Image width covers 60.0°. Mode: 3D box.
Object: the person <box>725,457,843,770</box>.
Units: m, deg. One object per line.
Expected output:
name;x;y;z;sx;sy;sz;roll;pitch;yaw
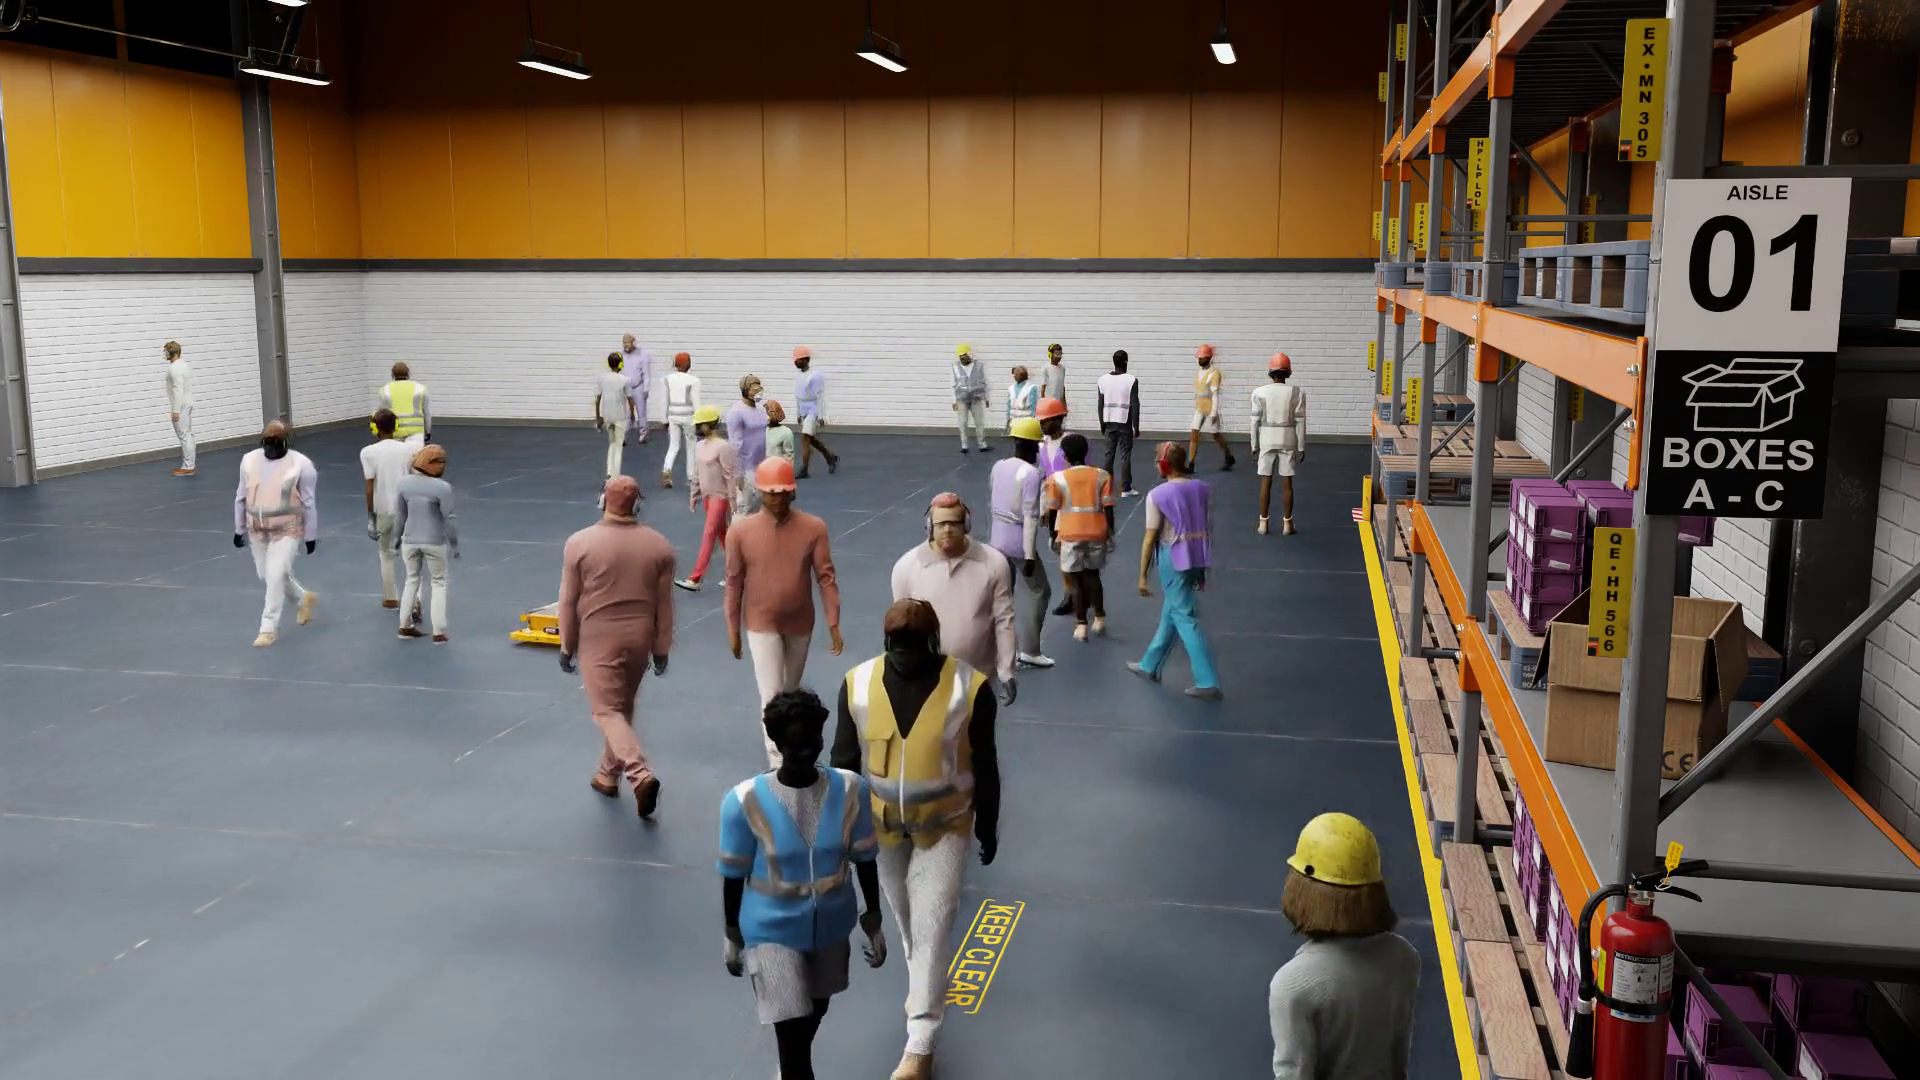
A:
person;-1.023;0.485;9.601;0.623;1.944;1.019;-4;10;-20

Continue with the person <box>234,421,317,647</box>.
person;-5.489;-0.086;13.457;0.673;1.803;0.793;1;10;9

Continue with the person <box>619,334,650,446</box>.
person;-5.490;-2.500;27.821;0.659;1.853;0.984;1;10;7

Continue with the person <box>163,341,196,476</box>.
person;-11.202;-1.885;23.875;0.376;1.940;0.629;-3;10;-15

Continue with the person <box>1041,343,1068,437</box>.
person;1.412;-2.008;24.869;0.527;1.862;0.326;-9;13;-44

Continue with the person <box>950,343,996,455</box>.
person;0.189;-2.241;26.505;0.722;1.788;0.453;-1;9;-5

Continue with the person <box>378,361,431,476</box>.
person;-7.075;-1.373;21.215;0.617;1.809;0.941;-2;10;-13

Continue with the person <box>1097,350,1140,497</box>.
person;2.073;-1.518;21.727;0.592;1.920;0.392;6;11;31

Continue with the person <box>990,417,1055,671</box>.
person;0.480;0.031;12.441;0.654;1.895;0.611;-6;11;-34

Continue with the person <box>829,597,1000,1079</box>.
person;-0.183;1.089;6.416;0.646;1.792;0.969;2;10;14

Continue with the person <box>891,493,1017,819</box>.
person;-0.035;0.665;8.725;0.635;1.870;0.960;-1;10;-9

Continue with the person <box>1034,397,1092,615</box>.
person;0.868;-0.280;14.326;0.492;1.907;0.589;-7;12;-37

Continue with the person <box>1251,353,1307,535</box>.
person;3.568;-1.074;18.663;0.614;2.046;0.362;2;10;14

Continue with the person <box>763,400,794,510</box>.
person;-1.945;-0.646;17.327;0.498;1.634;0.279;7;11;35

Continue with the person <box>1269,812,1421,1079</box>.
person;0.956;1.517;4.132;0.503;1.697;0.911;-5;11;-29

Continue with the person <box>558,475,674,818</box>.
person;-1.872;0.579;9.243;0.645;1.872;0.870;-7;12;-37

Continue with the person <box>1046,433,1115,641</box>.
person;0.979;-0.028;13.465;0.540;1.665;0.456;-1;10;-9

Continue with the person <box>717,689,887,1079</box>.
person;-0.542;1.290;5.589;0.539;1.656;0.859;-4;10;-25

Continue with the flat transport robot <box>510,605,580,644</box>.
flat transport robot;-3.036;0.622;13.785;0.652;0.197;1.431;3;10;20

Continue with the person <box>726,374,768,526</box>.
person;-2.101;-0.697;16.723;0.373;1.936;0.638;4;10;21

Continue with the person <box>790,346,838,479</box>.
person;-2.075;-1.824;23.686;0.880;1.900;0.573;-7;12;-38

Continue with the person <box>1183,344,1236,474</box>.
person;3.639;-1.907;24.180;1.001;1.895;0.554;-6;11;-33

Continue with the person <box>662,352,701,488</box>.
person;-3.794;-1.625;22.562;0.585;1.859;0.817;3;10;15

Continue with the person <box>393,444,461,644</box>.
person;-4.277;0.034;13.338;0.588;1.601;0.350;3;10;15

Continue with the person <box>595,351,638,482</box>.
person;-4.669;-1.626;22.601;0.501;1.847;0.555;3;10;18

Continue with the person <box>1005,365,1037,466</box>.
person;0.854;-1.648;23.381;0.543;1.623;0.372;8;13;41

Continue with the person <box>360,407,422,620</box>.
person;-4.845;-0.233;14.310;0.531;1.824;0.969;-6;11;-31

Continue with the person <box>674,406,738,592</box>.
person;-2.364;-0.378;15.435;0.898;1.716;0.529;-8;12;-40

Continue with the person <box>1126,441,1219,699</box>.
person;1.529;0.198;11.784;0.580;1.788;0.983;-8;12;-39
